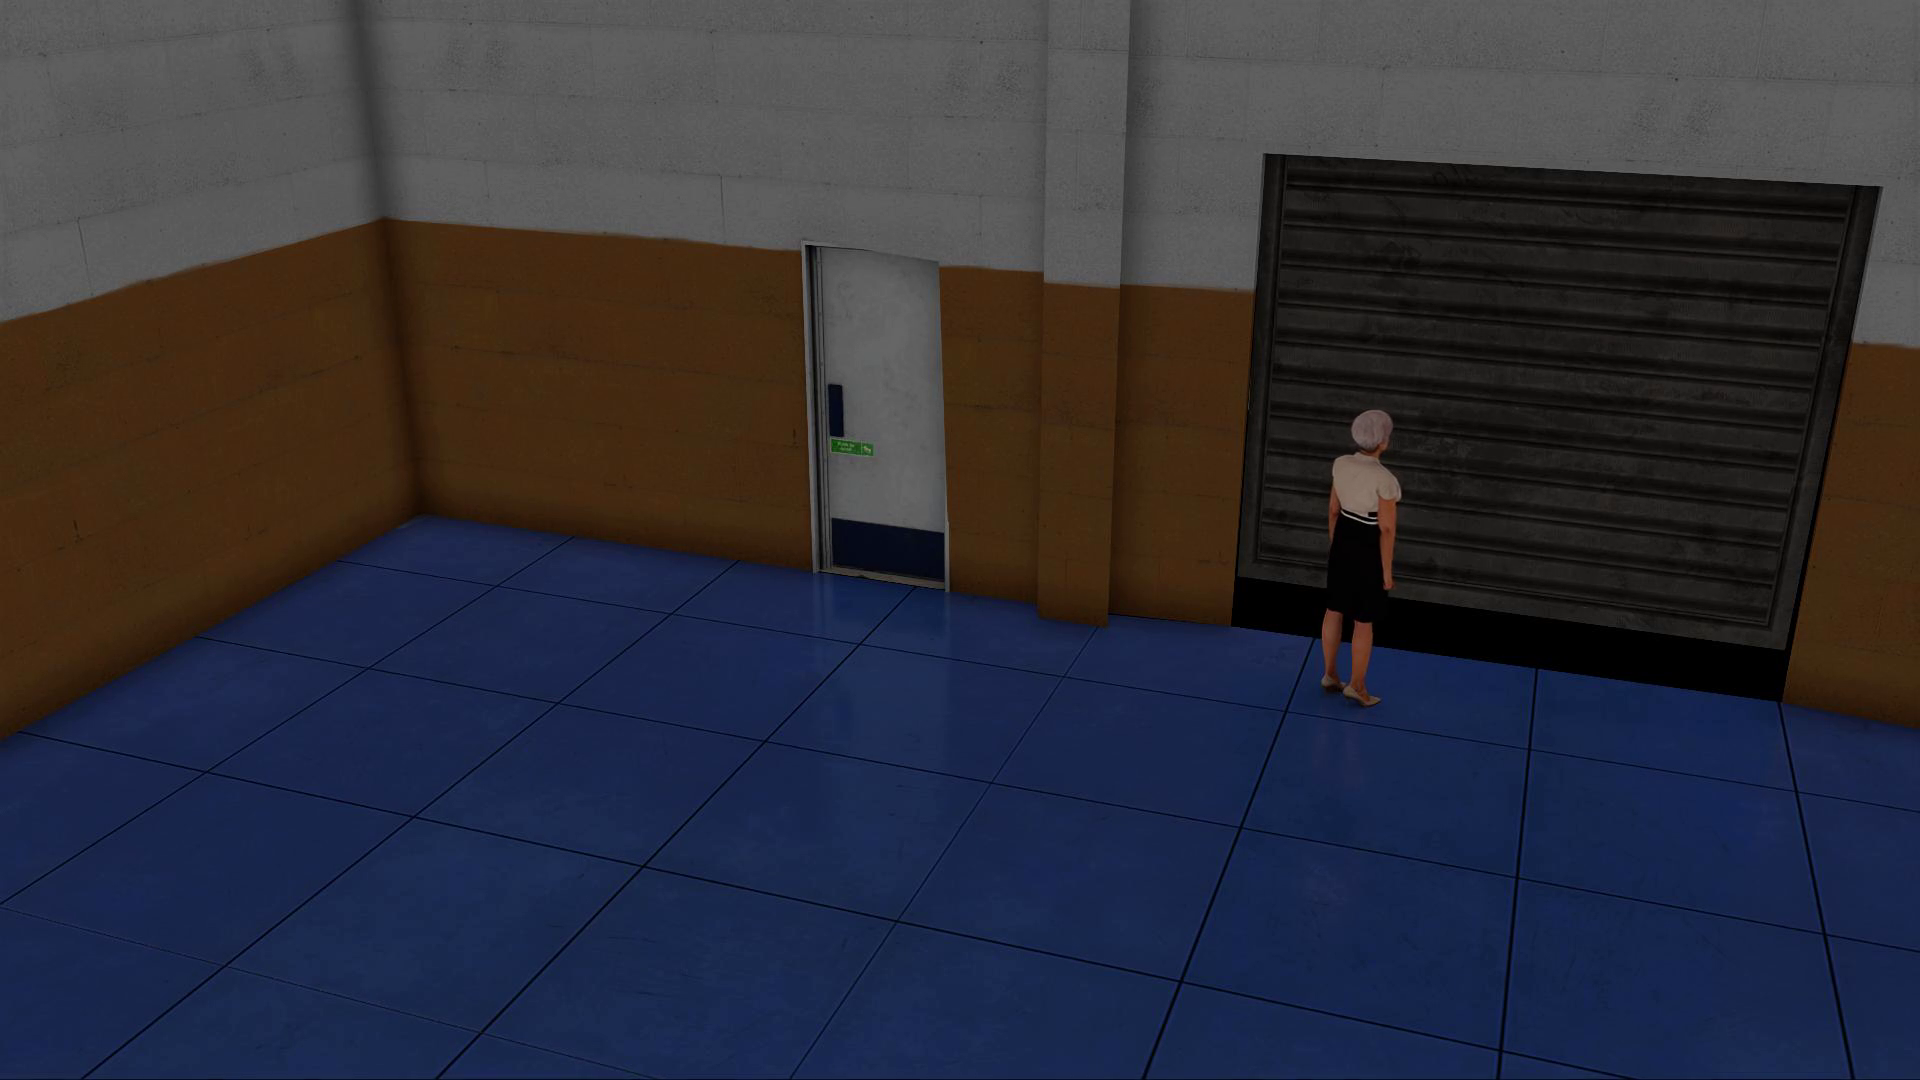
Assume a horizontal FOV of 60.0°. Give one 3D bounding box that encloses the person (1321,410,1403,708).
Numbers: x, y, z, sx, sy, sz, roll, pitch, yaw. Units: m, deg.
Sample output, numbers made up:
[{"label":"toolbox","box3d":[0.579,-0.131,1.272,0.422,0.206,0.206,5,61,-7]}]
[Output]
[{"label":"person","box3d":[2.250,0.110,9.394,0.759,1.755,0.667,-14,26,-30]}]
